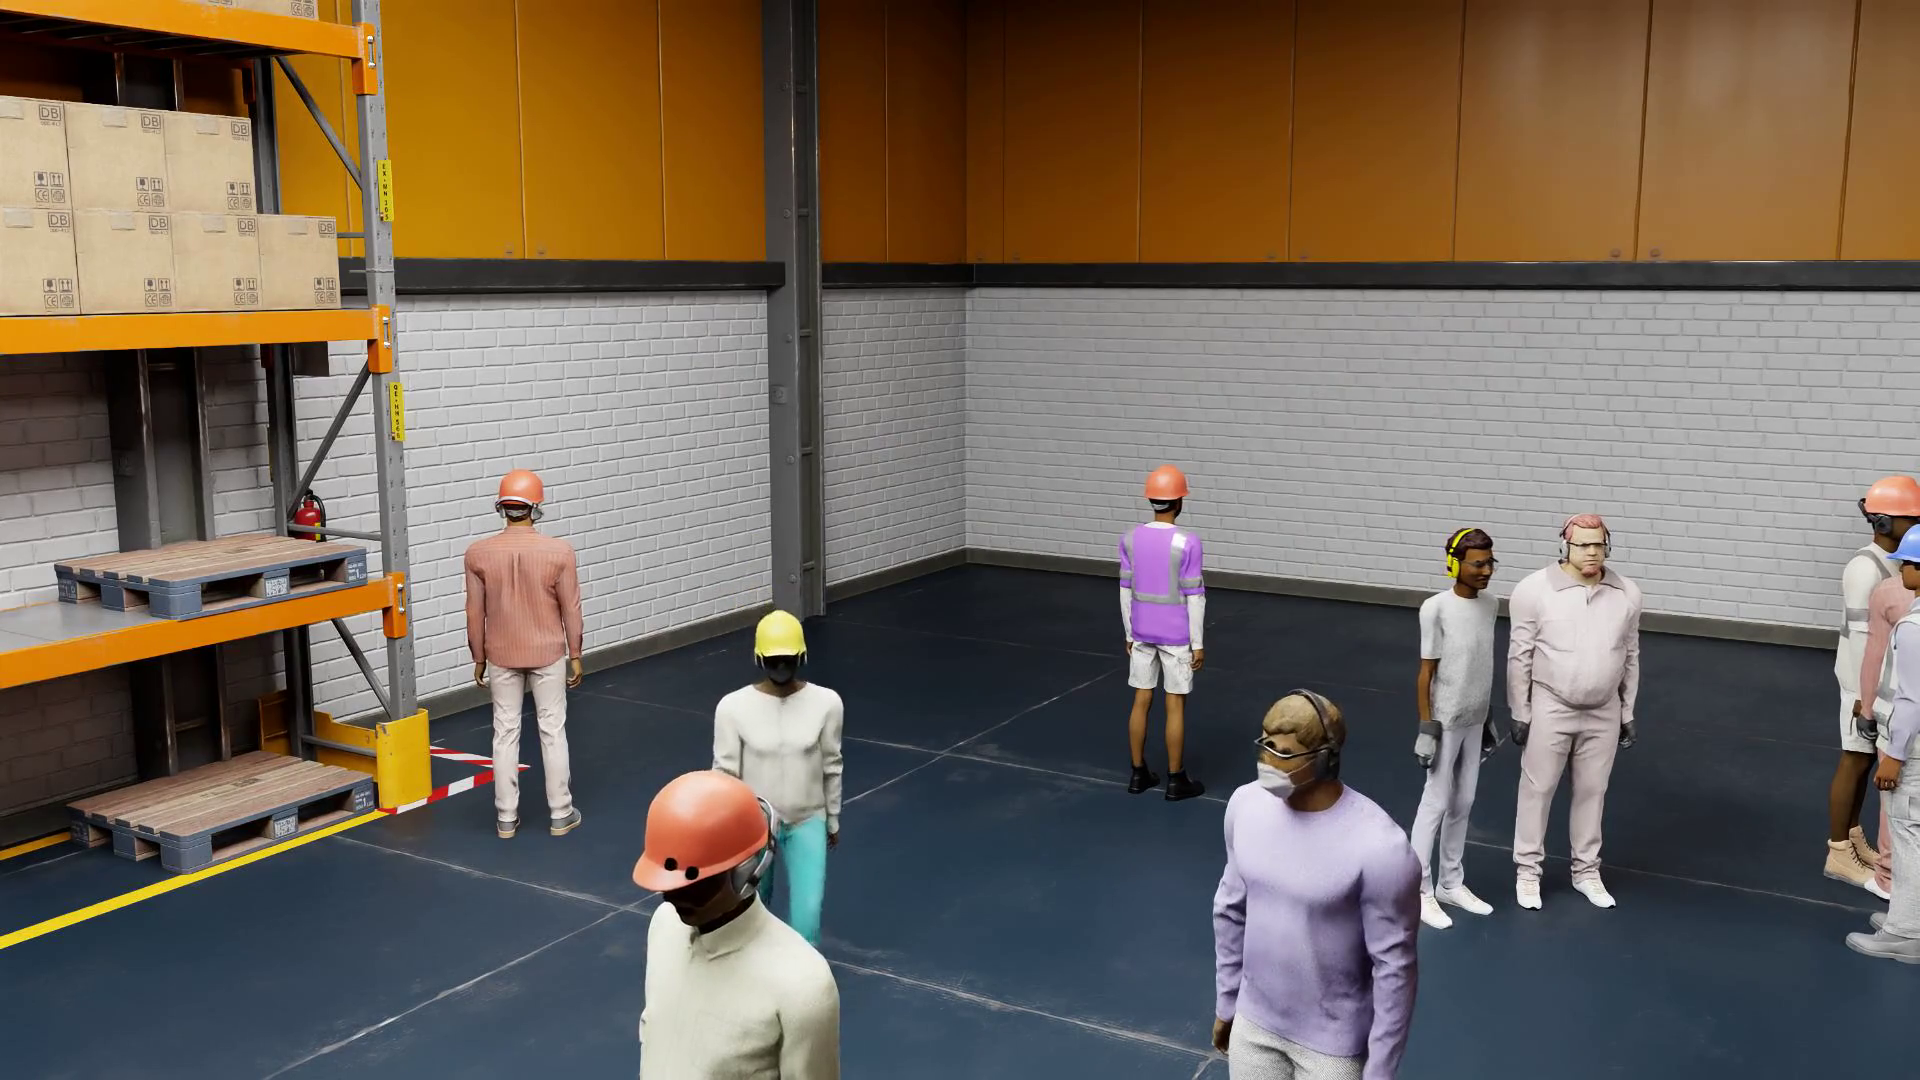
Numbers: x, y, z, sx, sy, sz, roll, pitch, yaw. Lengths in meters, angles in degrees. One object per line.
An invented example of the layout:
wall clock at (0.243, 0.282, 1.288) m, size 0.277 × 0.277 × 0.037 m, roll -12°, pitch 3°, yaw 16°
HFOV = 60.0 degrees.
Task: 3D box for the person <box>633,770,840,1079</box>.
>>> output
person at (-0.525, 1.461, 3.673) m, size 0.610 × 1.986 × 0.393 m, roll 8°, pitch 12°, yaw 42°

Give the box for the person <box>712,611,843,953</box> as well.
person at (-0.743, 1.102, 6.715) m, size 0.535 × 1.731 × 0.867 m, roll -2°, pitch 9°, yaw -13°

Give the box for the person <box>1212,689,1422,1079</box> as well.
person at (0.942, 1.345, 4.550) m, size 0.352 × 1.936 × 0.635 m, roll -7°, pitch 12°, yaw -39°

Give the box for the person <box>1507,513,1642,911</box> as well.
person at (2.934, 0.817, 7.940) m, size 0.643 × 1.909 × 0.410 m, roll -1°, pitch 9°, yaw -3°

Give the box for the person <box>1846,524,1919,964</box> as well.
person at (4.237, 0.890, 7.355) m, size 0.607 × 1.948 × 0.390 m, roll -8°, pitch 12°, yaw -42°

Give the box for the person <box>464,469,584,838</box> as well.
person at (-2.327, 0.613, 8.939) m, size 0.612 × 1.995 × 0.382 m, roll -1°, pitch 9°, yaw -5°

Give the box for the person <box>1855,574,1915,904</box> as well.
person at (4.655, 0.813, 7.975) m, size 0.652 × 1.904 × 0.402 m, roll 3°, pitch 10°, yaw 17°

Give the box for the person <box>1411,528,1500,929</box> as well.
person at (2.333, 0.862, 7.777) m, size 0.534 × 1.868 × 0.309 m, roll -6°, pitch 11°, yaw -34°

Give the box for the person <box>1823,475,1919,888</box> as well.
person at (4.572, 0.694, 8.276) m, size 0.377 × 2.045 × 0.605 m, roll 7°, pitch 12°, yaw 39°

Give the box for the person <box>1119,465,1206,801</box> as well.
person at (1.180, 0.533, 9.600) m, size 0.546 × 1.942 × 0.353 m, roll 7°, pitch 12°, yaw 38°
